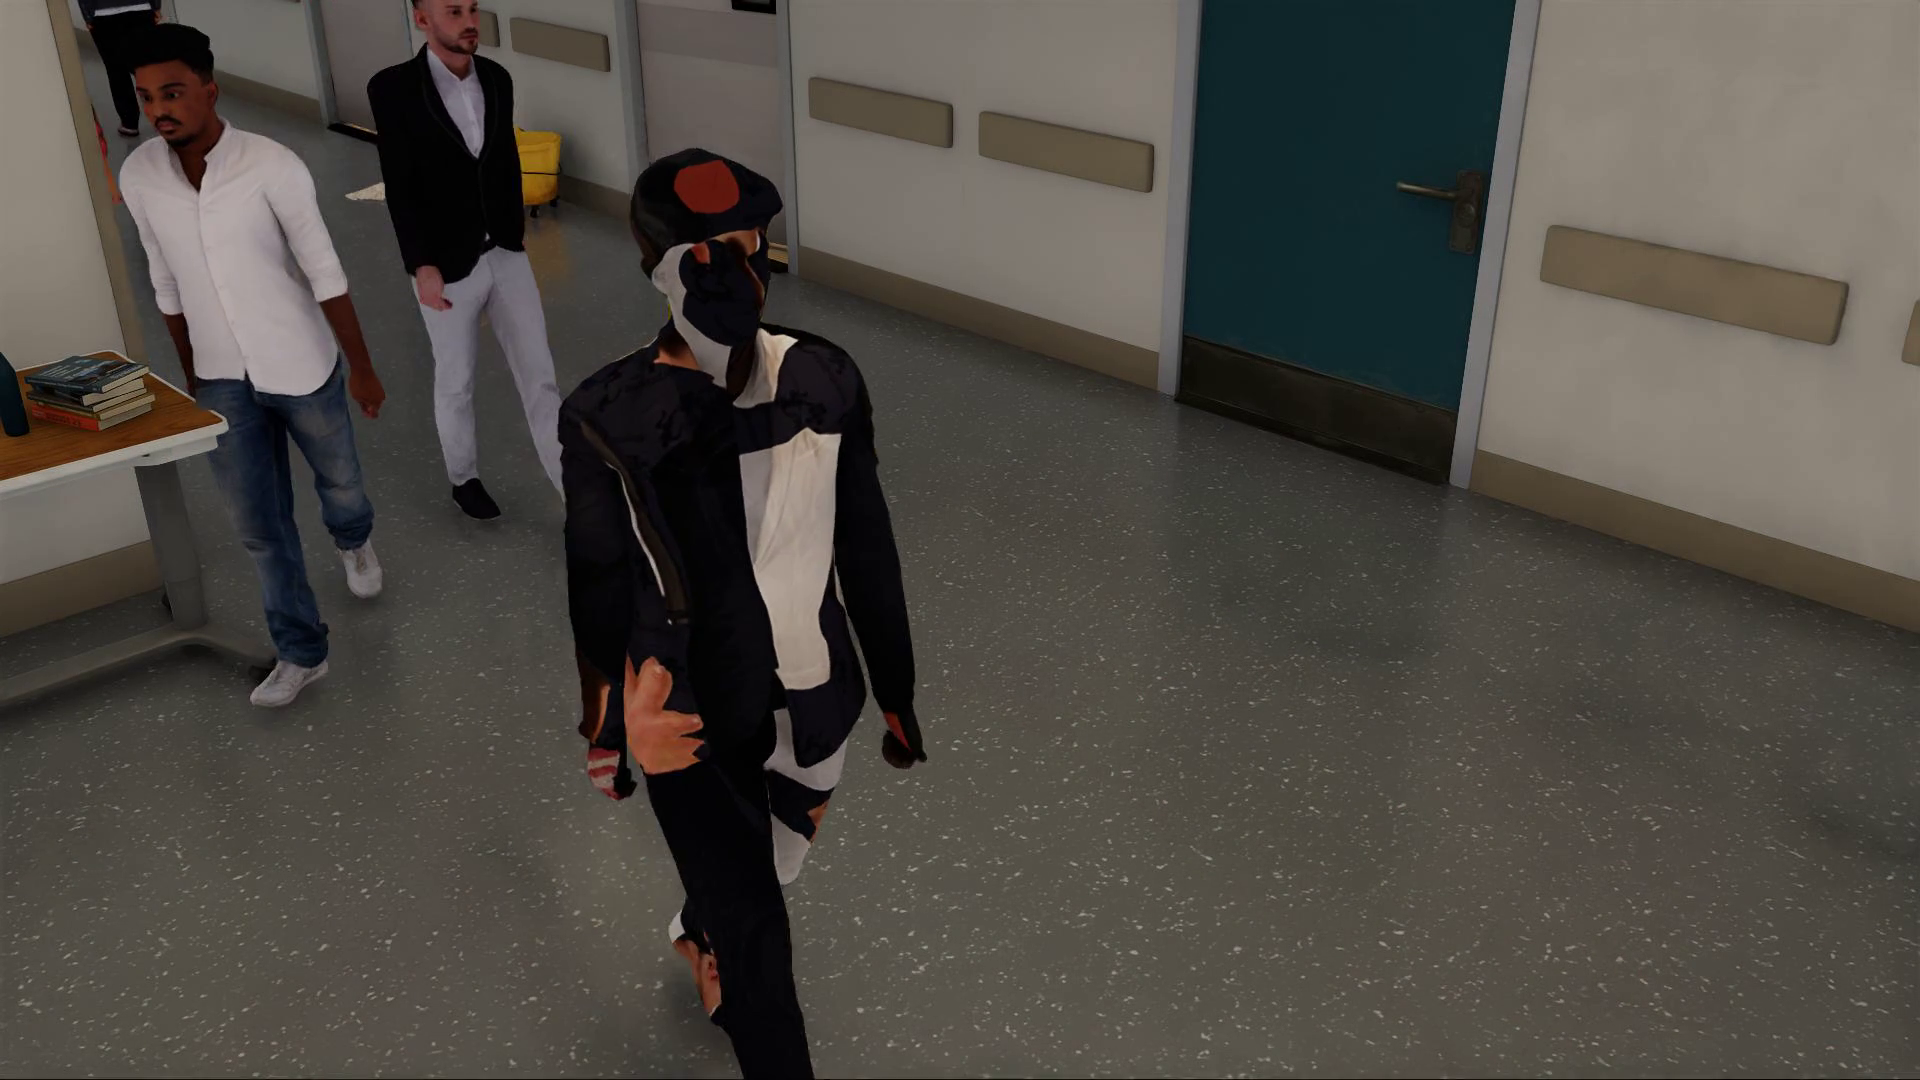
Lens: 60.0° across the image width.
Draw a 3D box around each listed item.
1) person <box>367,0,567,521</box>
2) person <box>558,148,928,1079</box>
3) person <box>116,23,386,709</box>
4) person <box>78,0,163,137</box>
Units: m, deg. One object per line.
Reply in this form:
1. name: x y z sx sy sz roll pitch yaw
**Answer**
1. person: -1.633 -0.885 5.312 0.684 1.807 1.052 -23 34 -39
2. person: -0.398 0.274 2.858 0.919 1.851 1.298 -14 29 -27
3. person: -1.888 -0.511 4.593 1.218 1.757 1.322 -4 26 -7
4. person: -5.544 -3.500 10.975 0.712 1.597 0.701 -17 31 -31
